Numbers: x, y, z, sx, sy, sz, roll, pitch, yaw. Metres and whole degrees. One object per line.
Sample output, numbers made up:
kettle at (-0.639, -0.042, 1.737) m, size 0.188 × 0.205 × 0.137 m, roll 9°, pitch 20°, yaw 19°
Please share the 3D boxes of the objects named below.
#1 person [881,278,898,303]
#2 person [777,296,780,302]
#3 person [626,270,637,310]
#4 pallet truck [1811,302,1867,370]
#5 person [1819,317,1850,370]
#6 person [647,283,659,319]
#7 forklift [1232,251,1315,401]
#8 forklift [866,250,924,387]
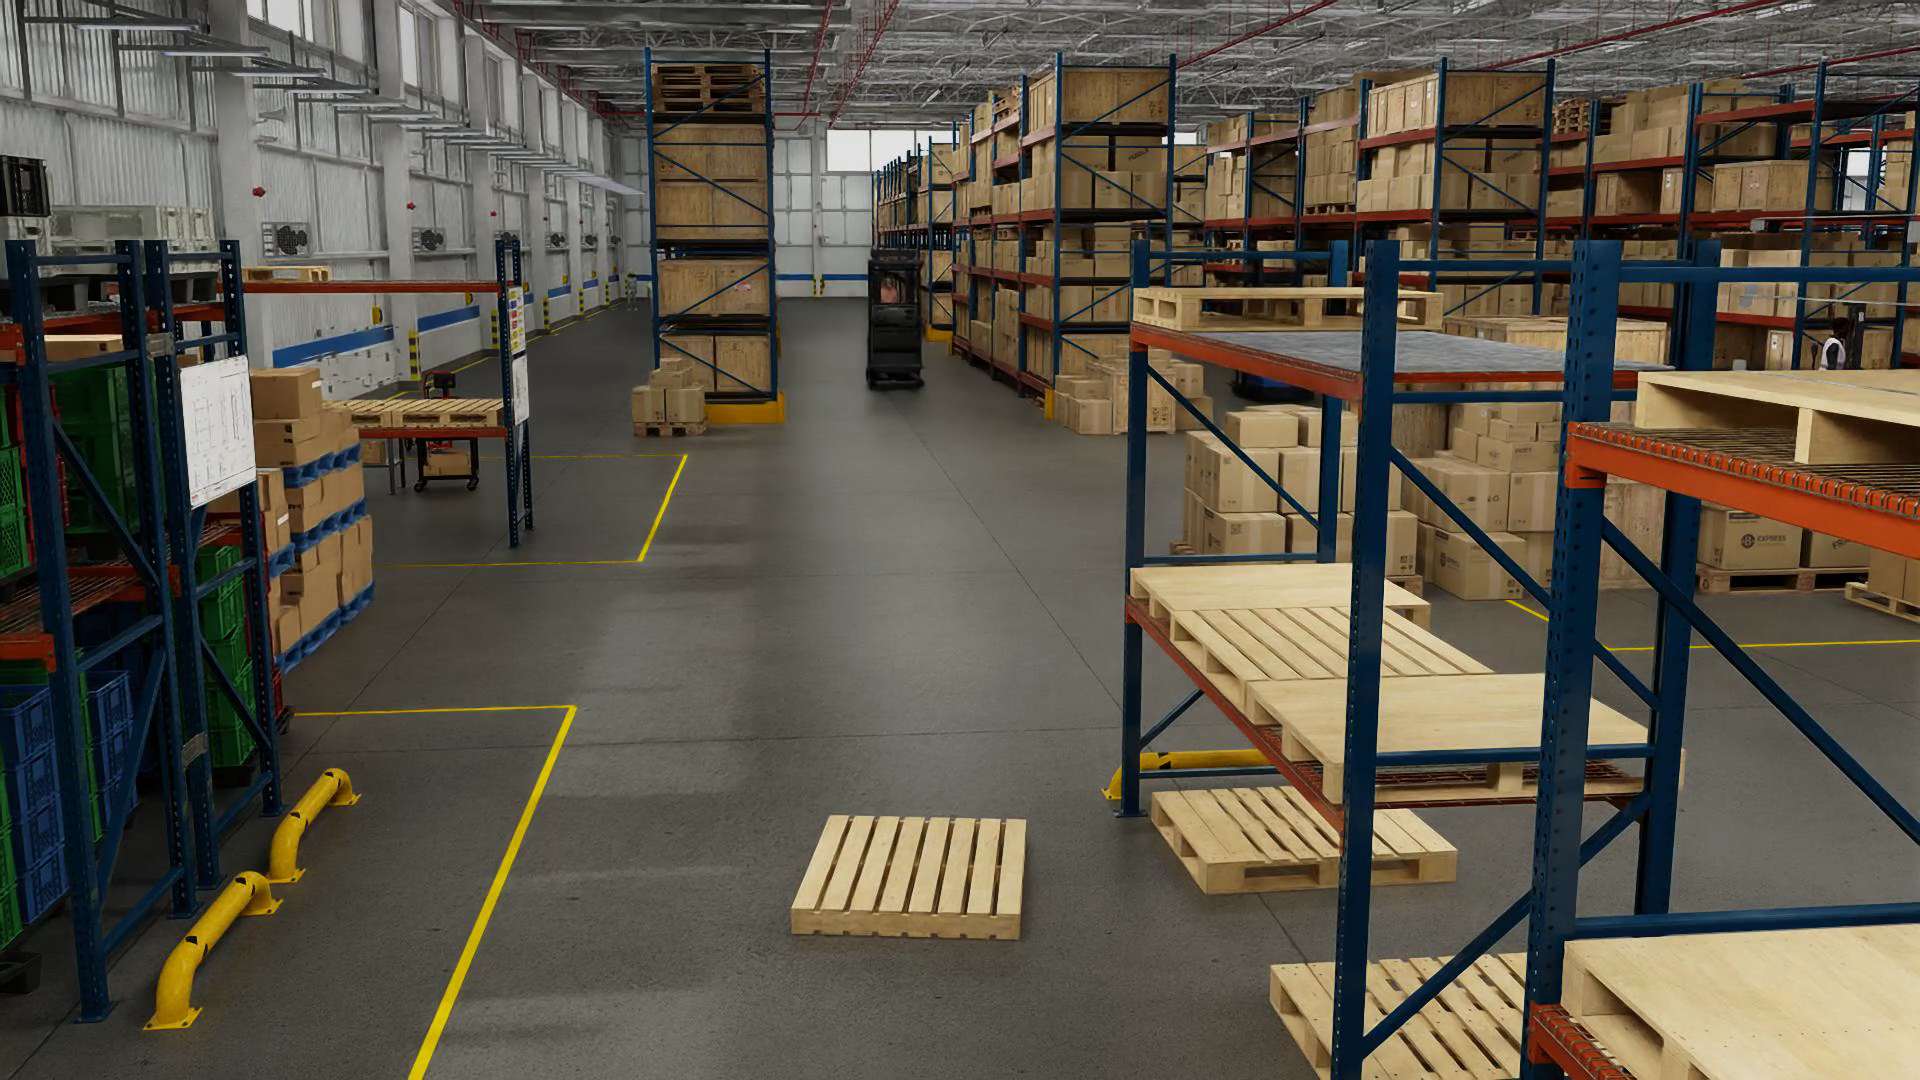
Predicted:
person at (-2.227, -7.176, 51.514) m, size 0.643 × 1.879 × 0.934 m, roll -2°, pitch 10°, yaw -11°
person at (-9.208, -12.431, 81.004) m, size 0.757 × 1.729 × 0.561 m, roll -5°, pitch 11°, yaw -25°
person at (-14.190, -10.797, 71.944) m, size 0.483 × 1.735 × 0.341 m, roll -7°, pitch 12°, yaw -34°
pallet truck at (15.846, -3.142, 28.793) m, size 1.885 × 1.965 × 0.823 m, roll 2°, pitch 10°, yaw 12°
person at (12.842, -2.329, 24.537) m, size 0.385 × 1.911 × 0.592 m, roll 5°, pitch 12°, yaw 28°
person at (-10.790, -8.494, 58.948) m, size 0.575 × 1.819 × 0.815 m, roll -2°, pitch 10°, yaw -12°
forklift at (6.013, -4.090, 31.598) m, size 1.129 × 2.768 × 1.873 m, roll -1°, pitch 10°, yaw -6°
forklift at (-1.394, -4.654, 34.721) m, size 1.129 × 2.768 × 1.873 m, roll -1°, pitch 10°, yaw -6°
